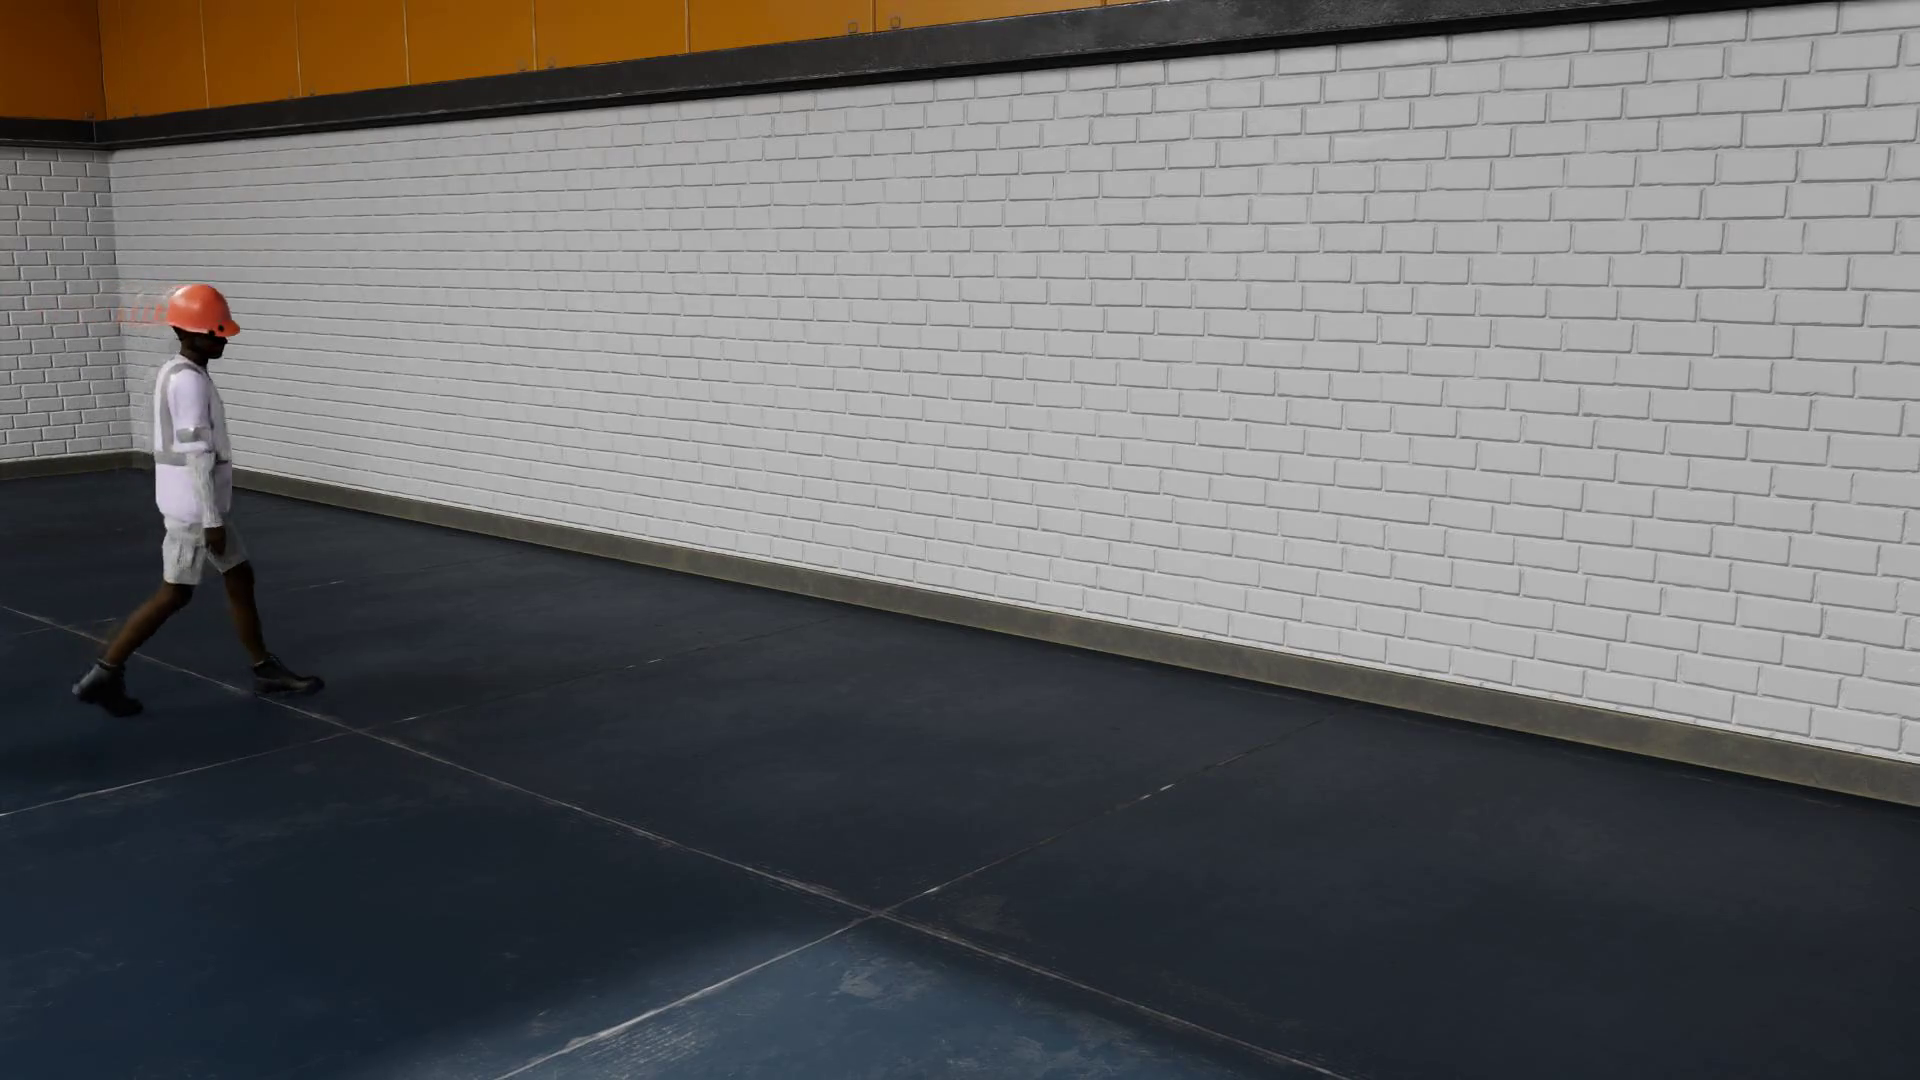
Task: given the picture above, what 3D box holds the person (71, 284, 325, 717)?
[{"bbox_3d":[-3.375,-0.165,7.198,0.979,1.888,0.574,-5,11,-26],"label":"person"}]
